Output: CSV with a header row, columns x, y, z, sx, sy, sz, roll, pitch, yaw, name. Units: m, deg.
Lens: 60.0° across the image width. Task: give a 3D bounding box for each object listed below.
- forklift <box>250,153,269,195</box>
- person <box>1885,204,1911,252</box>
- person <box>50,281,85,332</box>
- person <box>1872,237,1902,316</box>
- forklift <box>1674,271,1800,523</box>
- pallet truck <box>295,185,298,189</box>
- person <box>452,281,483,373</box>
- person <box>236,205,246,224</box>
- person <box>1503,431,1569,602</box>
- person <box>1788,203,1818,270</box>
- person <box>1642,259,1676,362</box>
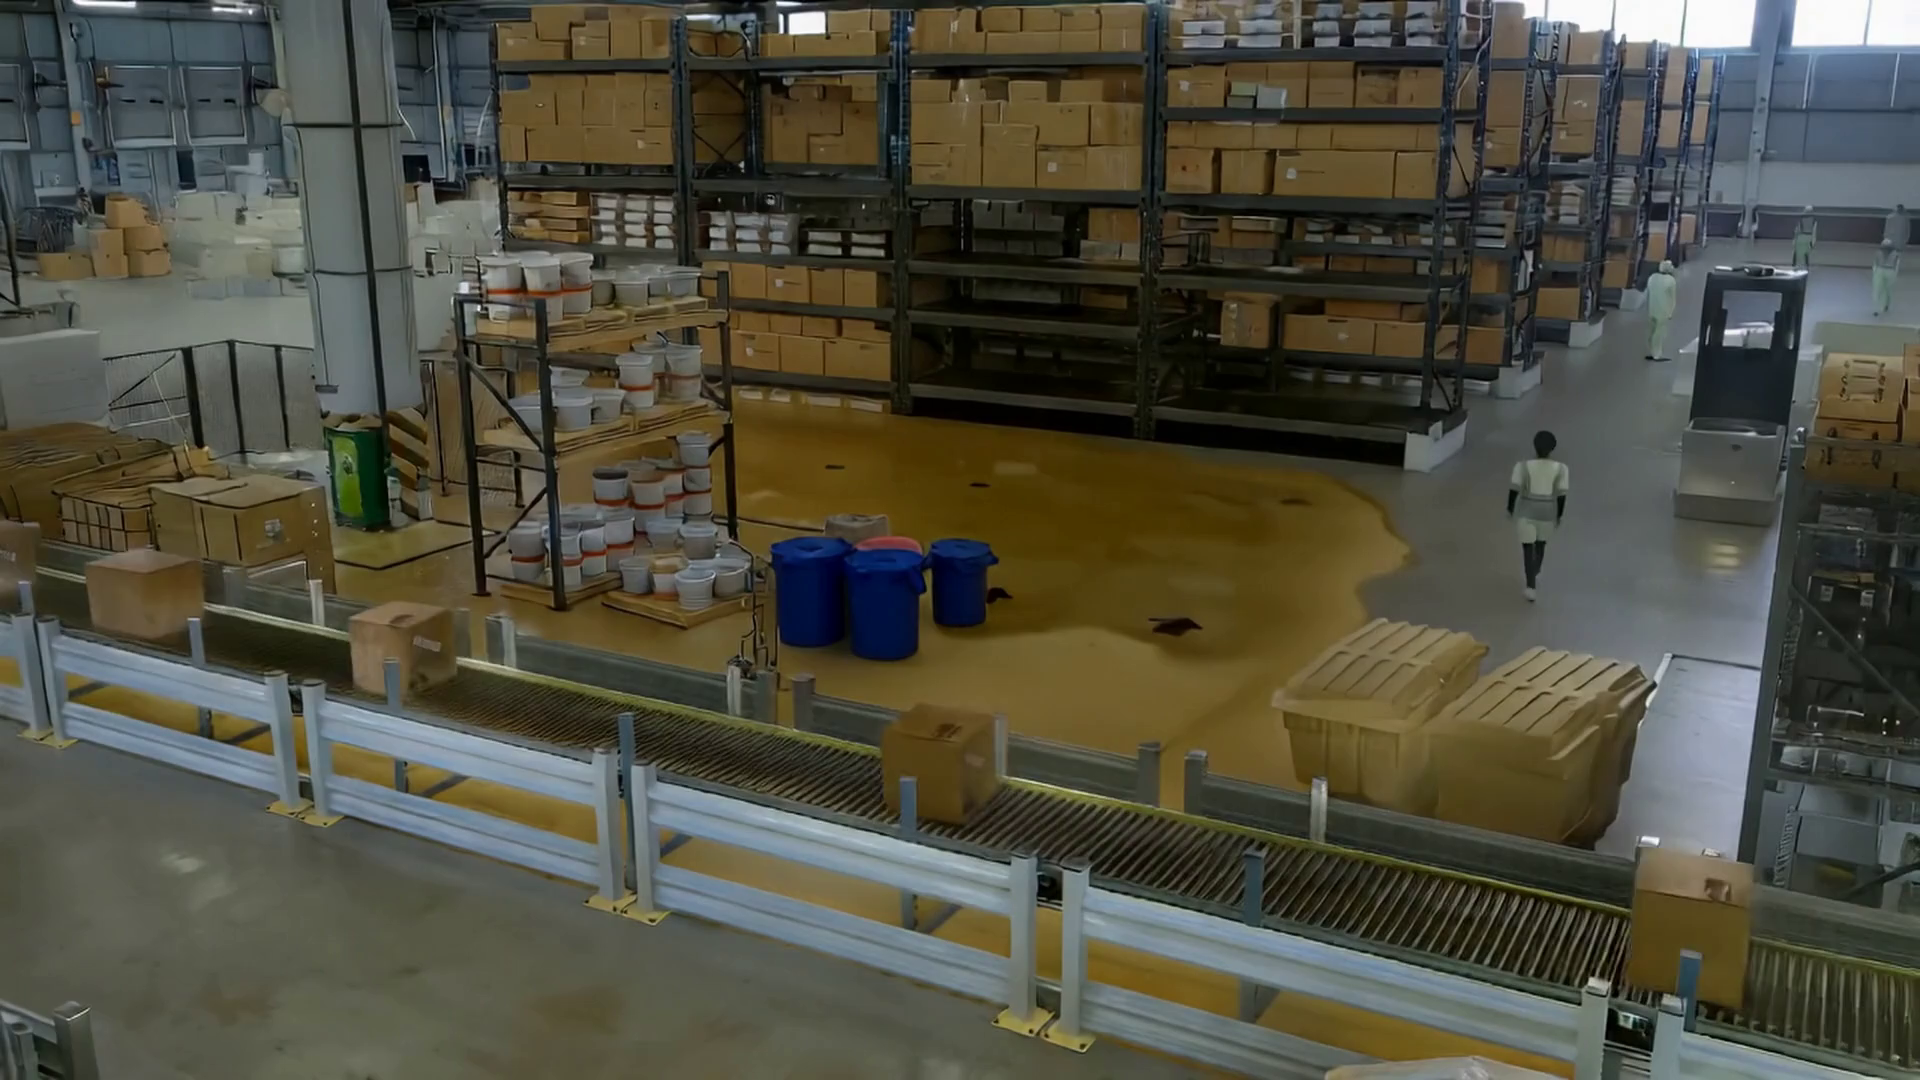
x,y,z,sx,sy,sz,roll,pitch,yaw,name
-25.800,-12.825,61.311,1.873,2.768,1.129,-8,17,-29,forklift
26.767,-8.640,47.533,0.659,1.856,0.973,10,18,33,person
-14.672,-3.292,27.347,0.551,1.915,0.881,6,16,22,person
21.016,-5.996,37.731,0.557,1.794,0.751,12,19,38,person
9.269,-1.763,19.726,1.129,2.768,1.873,8,17,27,forklift
-26.804,-14.617,69.738,1.885,1.965,0.823,-14,20,-42,pallet truck
-8.682,-3.723,29.361,0.541,1.695,0.316,-11,18,-35,person
-19.919,-8.319,46.191,0.642,1.922,0.655,9,17,30,person
5.676,-0.267,16.434,0.545,1.646,0.858,1,15,5,person
23.437,-8.345,46.175,0.628,1.981,1.096,1,15,5,person
13.128,-4.296,31.136,0.400,1.902,0.641,-6,16,-23,person
